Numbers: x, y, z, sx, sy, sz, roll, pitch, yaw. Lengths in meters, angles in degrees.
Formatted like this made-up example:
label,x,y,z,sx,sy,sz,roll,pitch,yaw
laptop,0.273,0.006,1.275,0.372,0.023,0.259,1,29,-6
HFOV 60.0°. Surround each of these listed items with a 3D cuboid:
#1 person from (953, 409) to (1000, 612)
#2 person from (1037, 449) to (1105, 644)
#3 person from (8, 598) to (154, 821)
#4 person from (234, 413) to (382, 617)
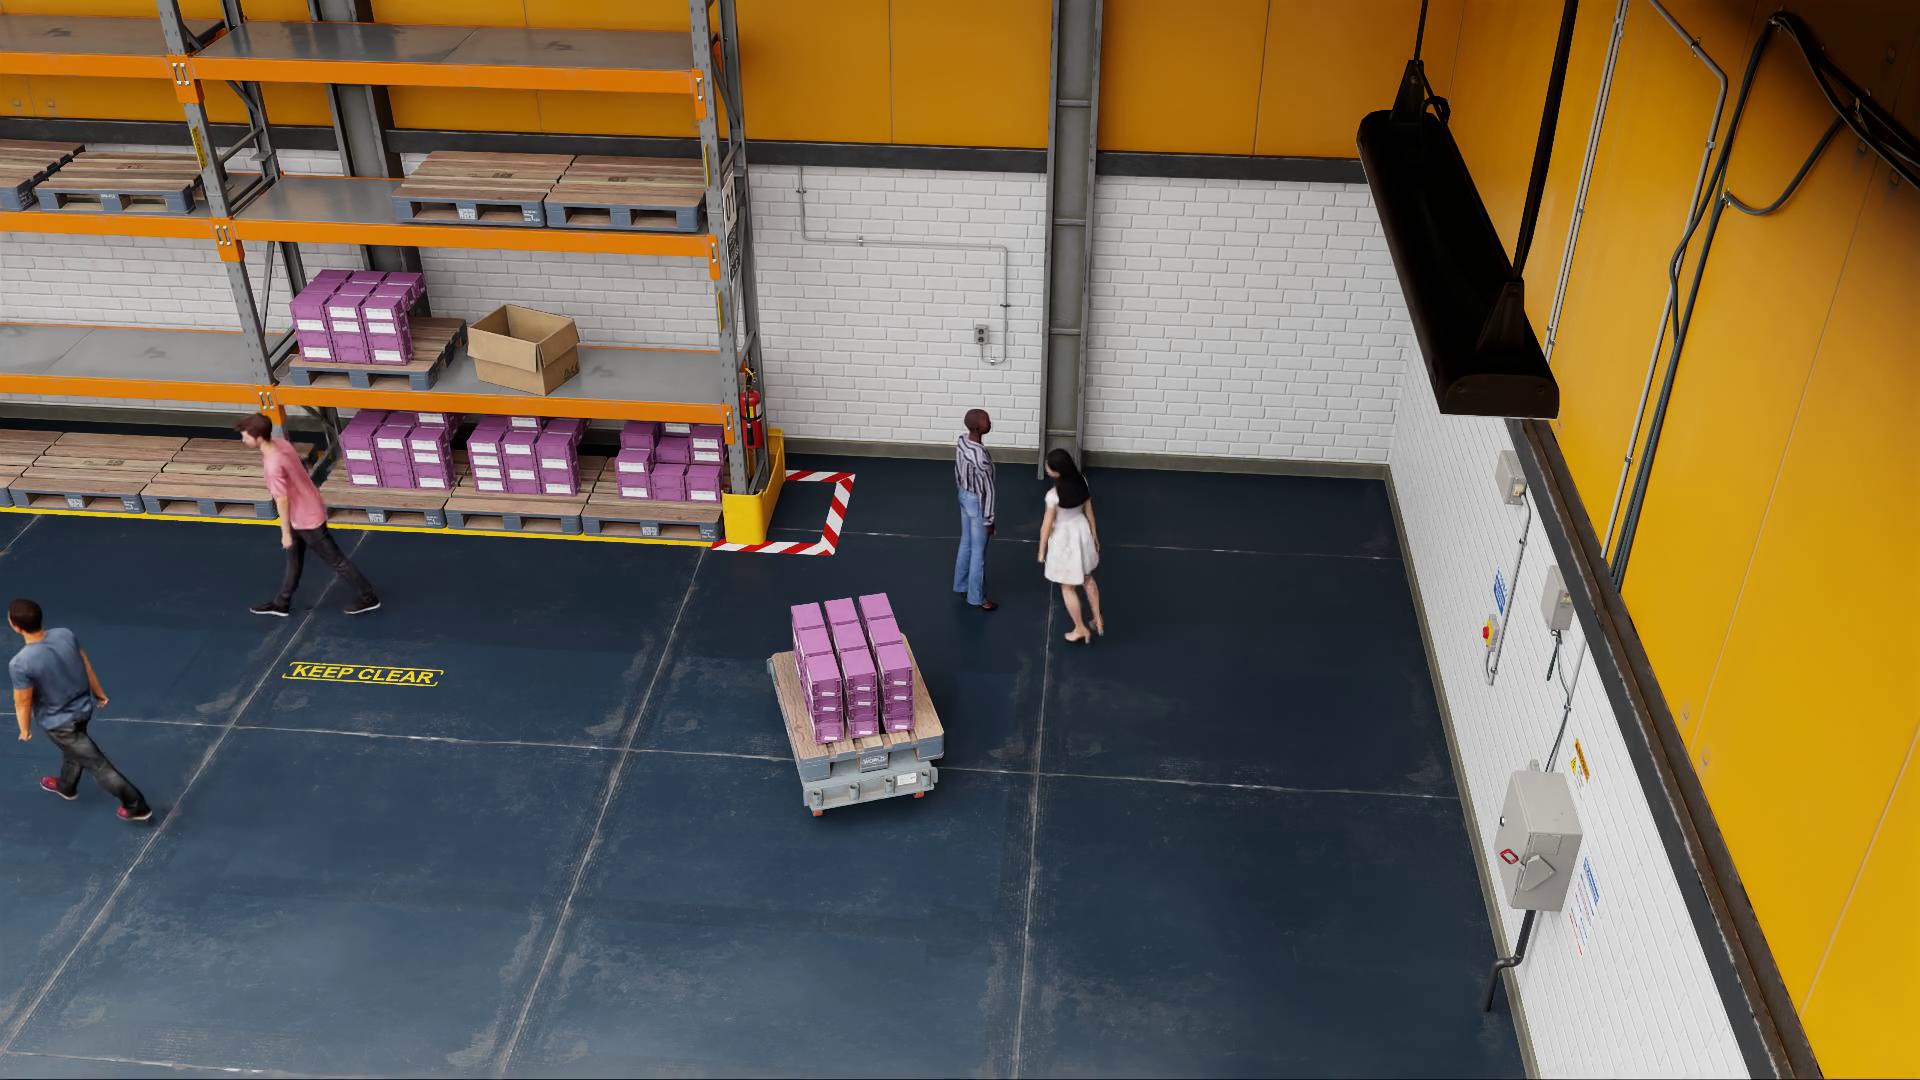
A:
label,x,y,z,sx,sy,sz,roll,pitch,yaw
person,0.122,-0.249,13.181,0.704,1.795,0.709,-14,36,-20
person,0.881,0.084,12.734,0.817,1.735,0.889,-14,36,-19
person,-5.857,1.187,11.054,1.233,1.759,0.843,10,35,14
person,-5.012,-0.188,12.997,1.300,1.896,1.025,-10,35,-15
